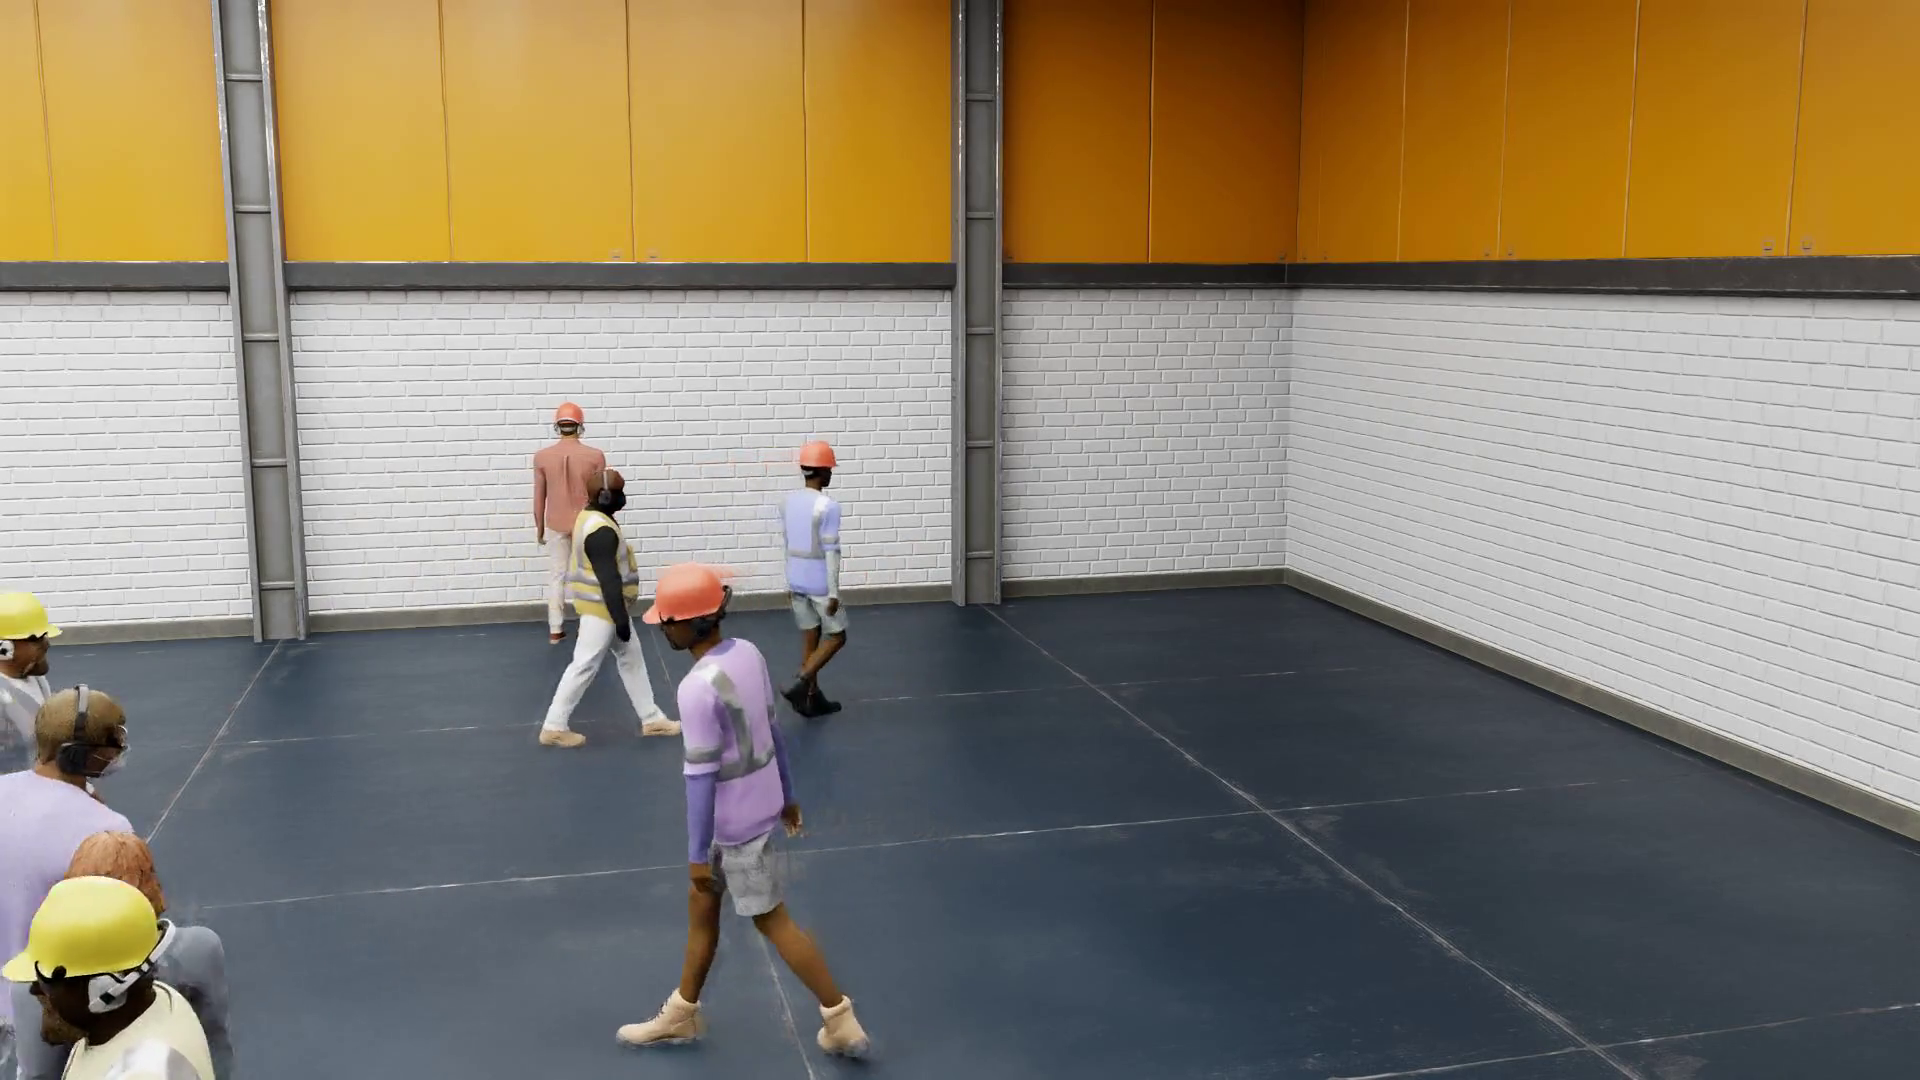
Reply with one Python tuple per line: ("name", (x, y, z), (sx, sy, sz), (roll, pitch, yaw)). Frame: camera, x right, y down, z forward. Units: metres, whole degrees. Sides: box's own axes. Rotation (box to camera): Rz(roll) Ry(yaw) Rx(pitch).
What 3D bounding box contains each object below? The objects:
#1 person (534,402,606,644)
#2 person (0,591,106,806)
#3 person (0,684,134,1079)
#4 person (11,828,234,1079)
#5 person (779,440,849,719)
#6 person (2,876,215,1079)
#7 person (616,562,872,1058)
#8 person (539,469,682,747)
("person", (-3.171, -0.131, 13.633), (0.638, 1.986, 0.398), (0, 9, 1))
("person", (-3.738, 1.078, 6.718), (0.951, 1.776, 0.593), (-3, 10, -18))
("person", (-2.572, 1.332, 4.868), (0.667, 1.871, 1.000), (5, 10, 30))
("person", (-2.129, 1.541, 4.289), (0.501, 1.633, 0.286), (-6, 11, -35))
("person", (-1.017, 0.290, 11.221), (0.545, 1.924, 0.548), (8, 12, 39))
("person", (-1.678, 1.566, 3.593), (0.756, 1.814, 0.601), (-4, 10, -25))
("person", (-0.808, 1.043, 6.385), (1.010, 1.977, 0.658), (1, 9, 5))
("person", (-2.291, 0.438, 10.685), (0.949, 1.798, 0.642), (-2, 9, -14))
